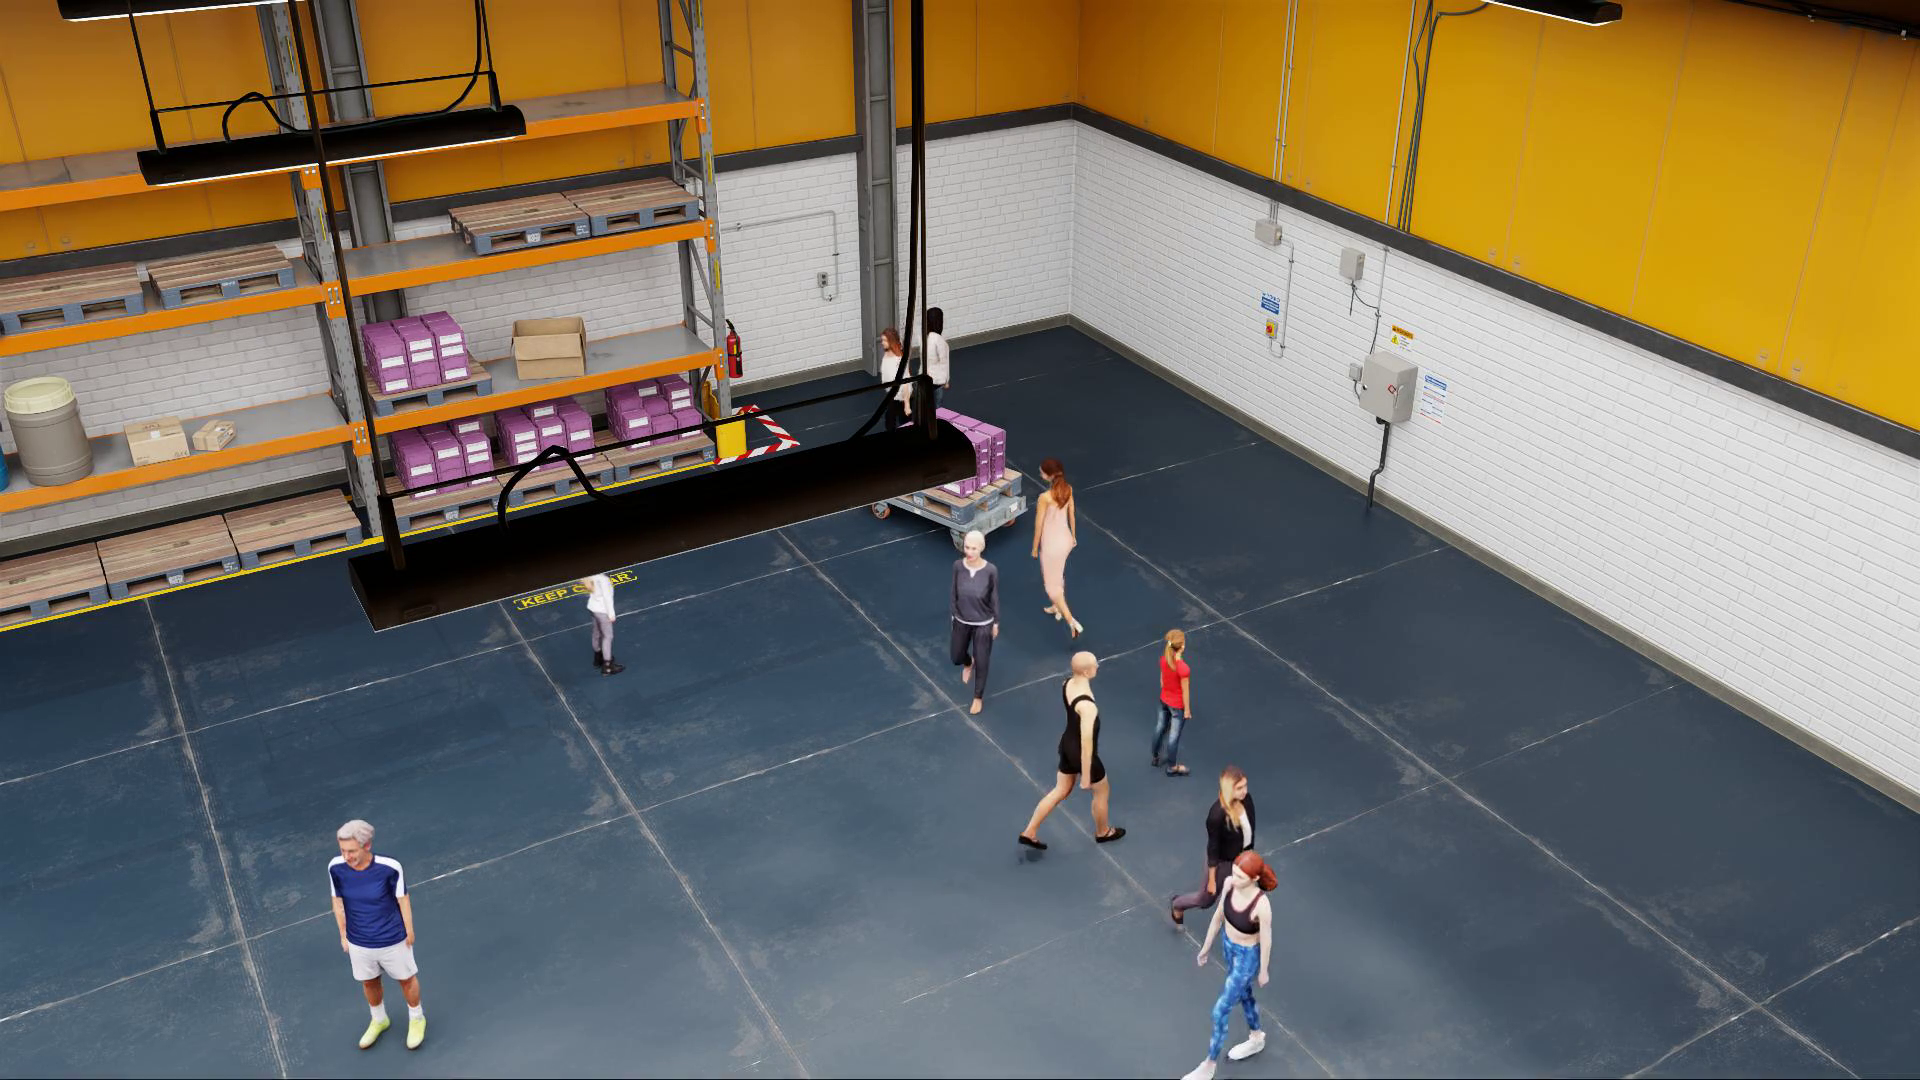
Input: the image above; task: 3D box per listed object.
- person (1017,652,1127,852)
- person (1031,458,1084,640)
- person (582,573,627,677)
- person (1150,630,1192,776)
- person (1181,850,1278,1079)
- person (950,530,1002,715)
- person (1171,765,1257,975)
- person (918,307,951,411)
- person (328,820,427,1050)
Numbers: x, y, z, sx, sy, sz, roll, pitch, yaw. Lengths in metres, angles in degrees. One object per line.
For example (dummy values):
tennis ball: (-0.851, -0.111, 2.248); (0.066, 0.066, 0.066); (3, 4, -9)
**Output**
person: (0.813, 1.647, 12.616); (1.171, 1.778, 0.794); (-11, 30, -19)
person: (0.920, 0.108, 15.416); (0.983, 1.799, 0.809); (-20, 34, -32)
person: (-3.263, 0.623, 15.016); (0.516, 1.277, 0.507); (-21, 35, -34)
person: (1.753, 1.343, 13.670); (0.479, 1.303, 0.559); (-13, 31, -23)
person: (1.878, 2.688, 10.727); (0.963, 1.759, 0.598); (-13, 31, -22)
person: (0.142, 0.652, 14.506); (0.856, 1.715, 0.912); (6, 29, 11)
person: (1.794, 2.258, 11.642); (1.013, 1.638, 0.795); (-22, 36, -35)
person: (-0.312, -1.915, 19.294); (0.597, 1.636, 0.639); (-22, 35, -34)
person: (-3.810, 2.561, 10.879); (0.650, 1.836, 0.774); (0, 29, 0)
